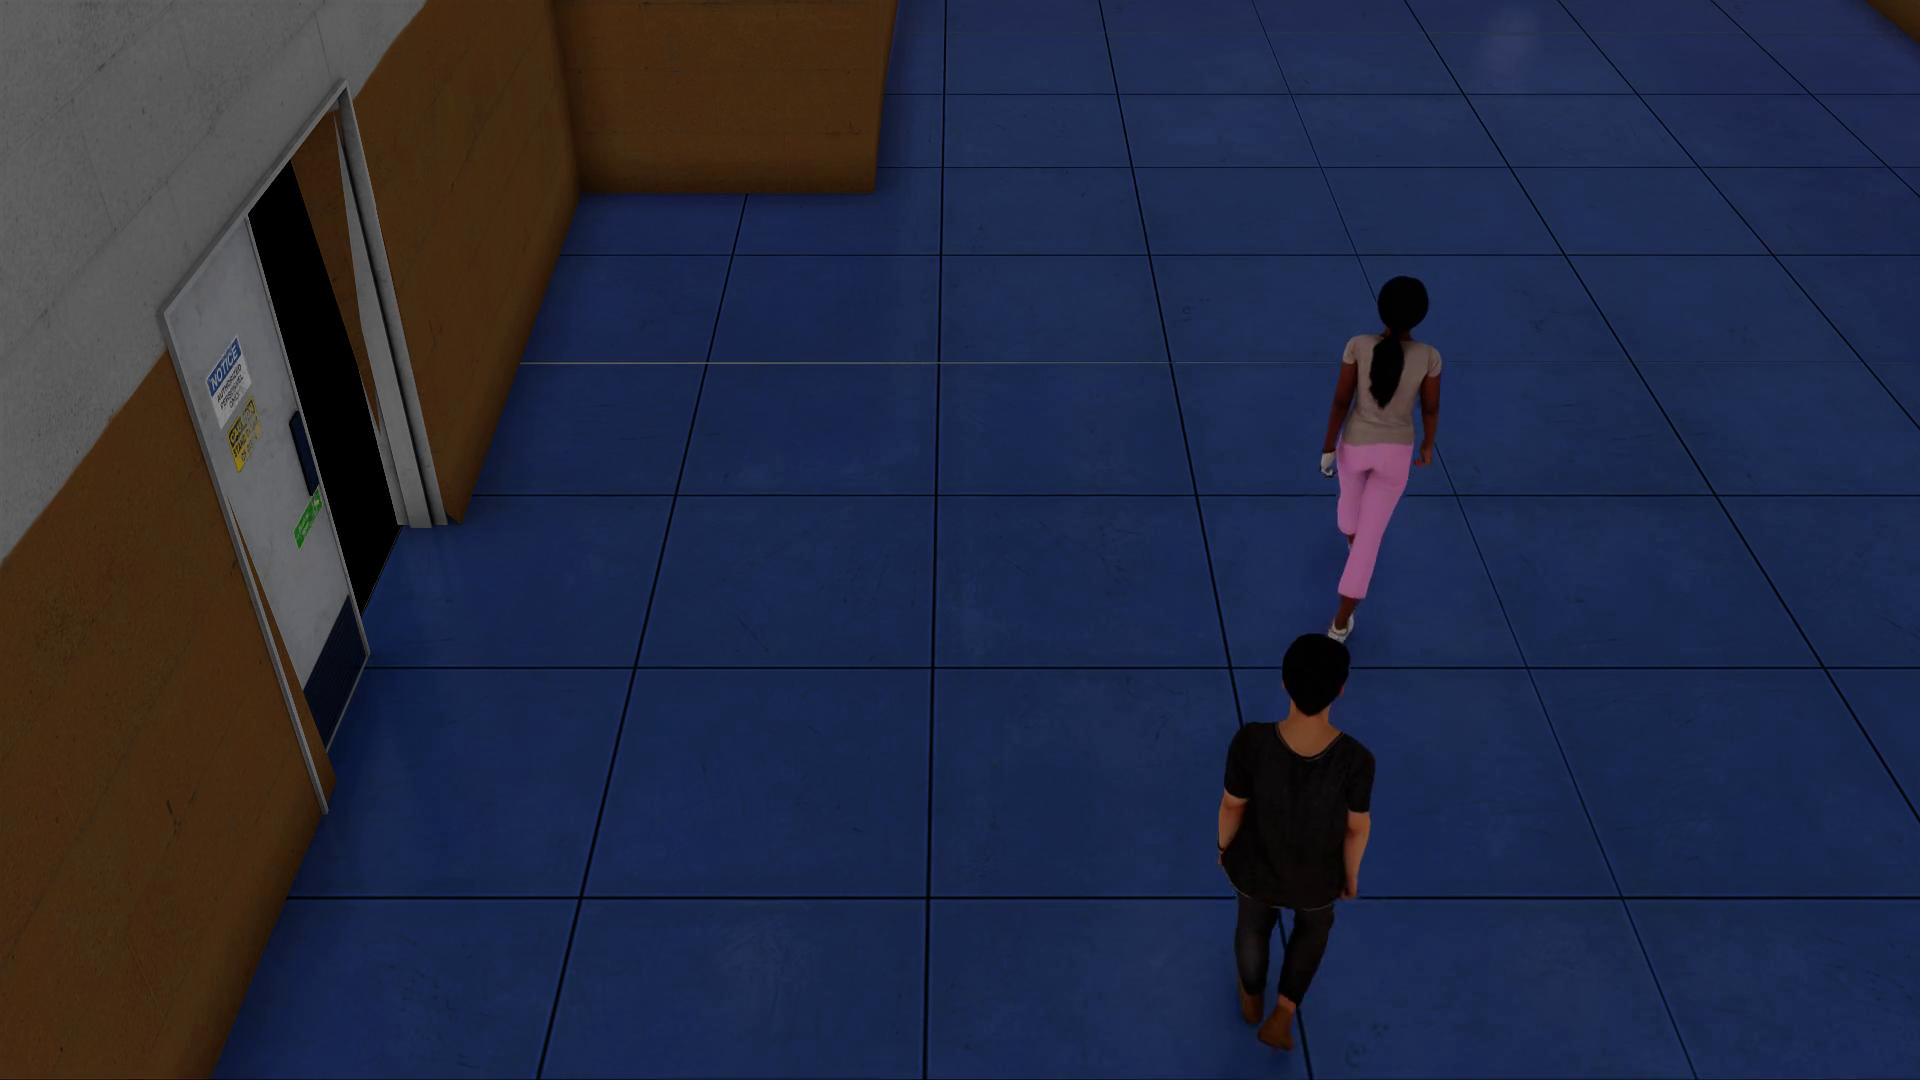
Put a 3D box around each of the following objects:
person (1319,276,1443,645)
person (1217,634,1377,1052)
[{"bbox_3d":[1.779,-0.296,7.198,1.175,1.689,0.956,13,39,17],"label":"person"},{"bbox_3d":[1.059,1.058,5.381,0.783,1.705,0.811,11,38,14],"label":"person"}]
